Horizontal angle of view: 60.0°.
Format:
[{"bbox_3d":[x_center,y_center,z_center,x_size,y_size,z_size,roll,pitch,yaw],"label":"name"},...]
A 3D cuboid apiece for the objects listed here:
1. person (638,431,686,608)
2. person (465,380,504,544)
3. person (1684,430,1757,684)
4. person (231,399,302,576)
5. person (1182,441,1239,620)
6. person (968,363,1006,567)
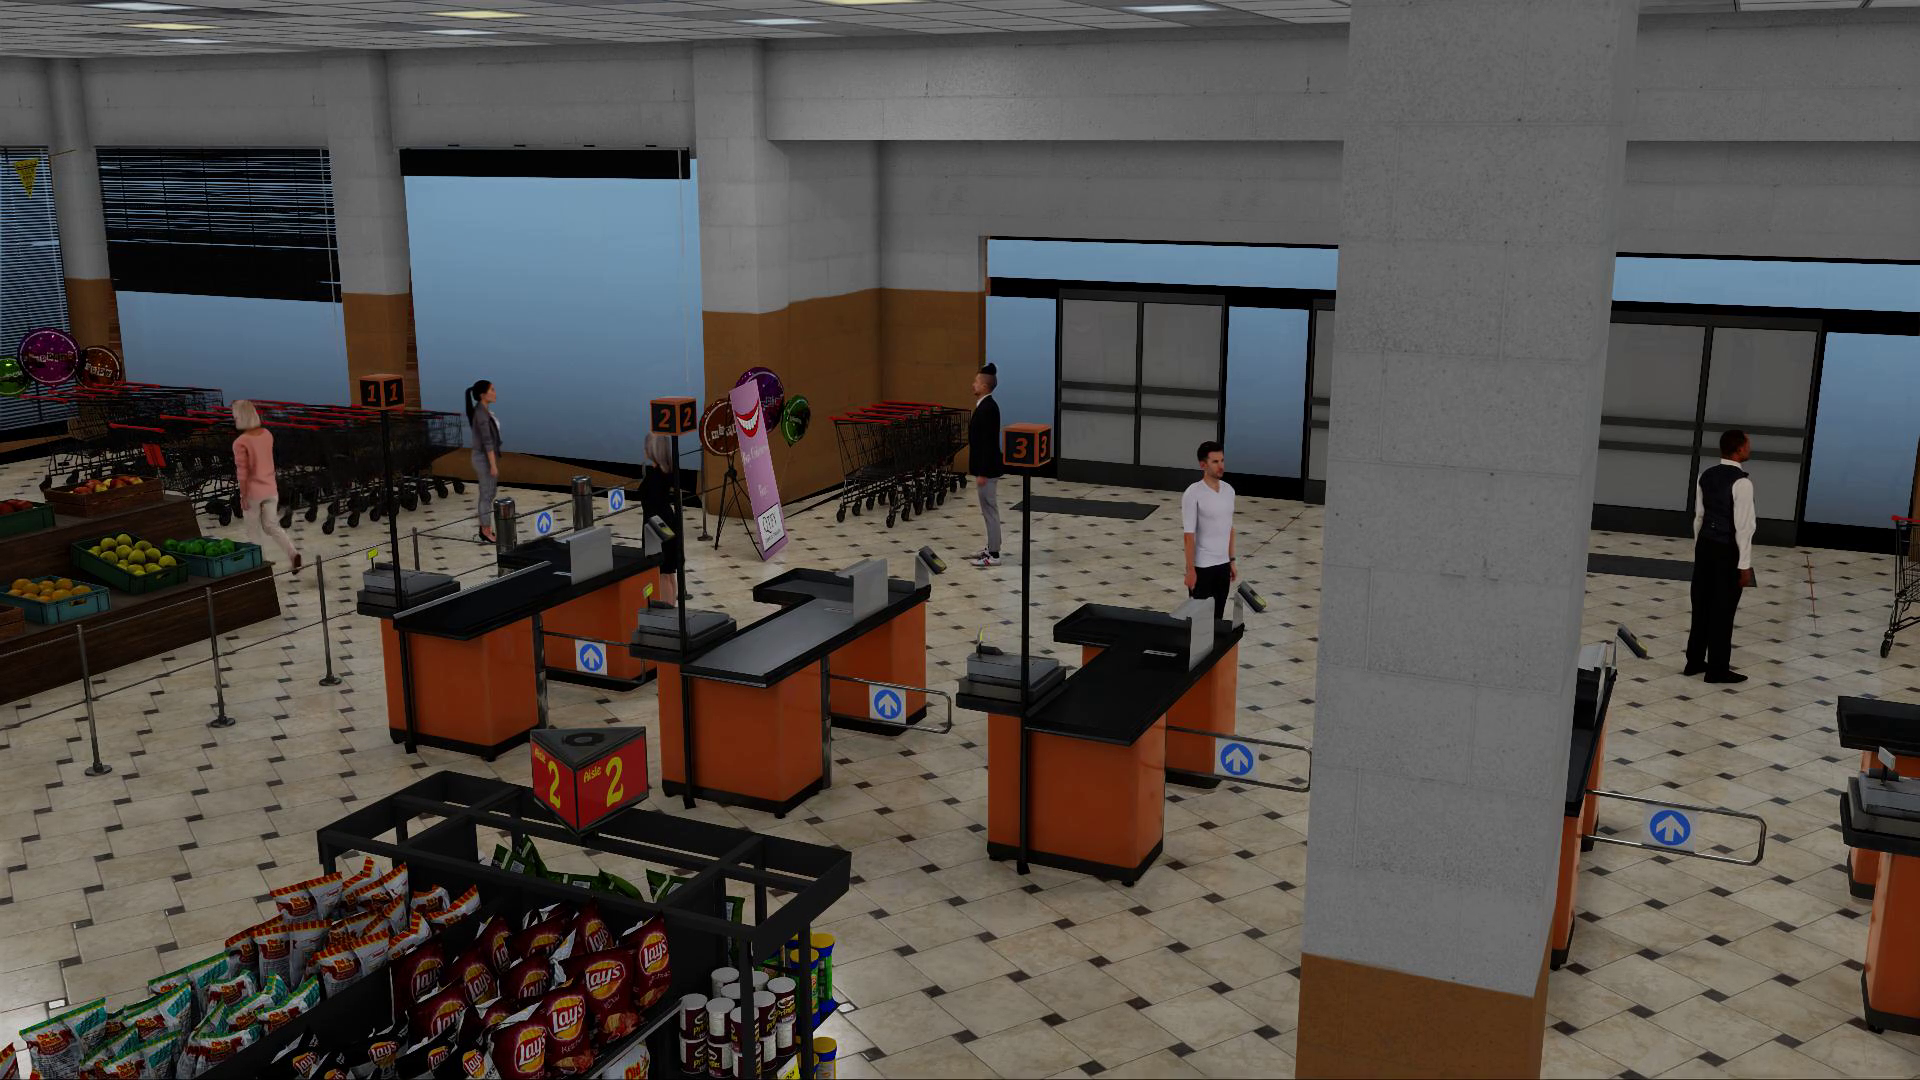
[{"bbox_3d":[-2.441,-0.036,13.542,0.738,1.747,0.625,1,14,3],"label":"person"},{"bbox_3d":[-4.817,-0.786,16.790,0.783,1.673,0.722,-5,14,-19],"label":"person"},{"bbox_3d":[5.743,0.114,12.558,0.828,1.919,0.761,-4,14,-18],"label":"person"},{"bbox_3d":[-6.383,-0.435,15.279,0.658,1.705,0.796,6,15,25],"label":"person"},{"bbox_3d":[1.859,0.171,12.466,0.674,1.852,0.808,-10,17,-37],"label":"person"},{"bbox_3d":[0.263,-0.730,15.972,0.851,1.949,0.686,0,14,1],"label":"person"}]
